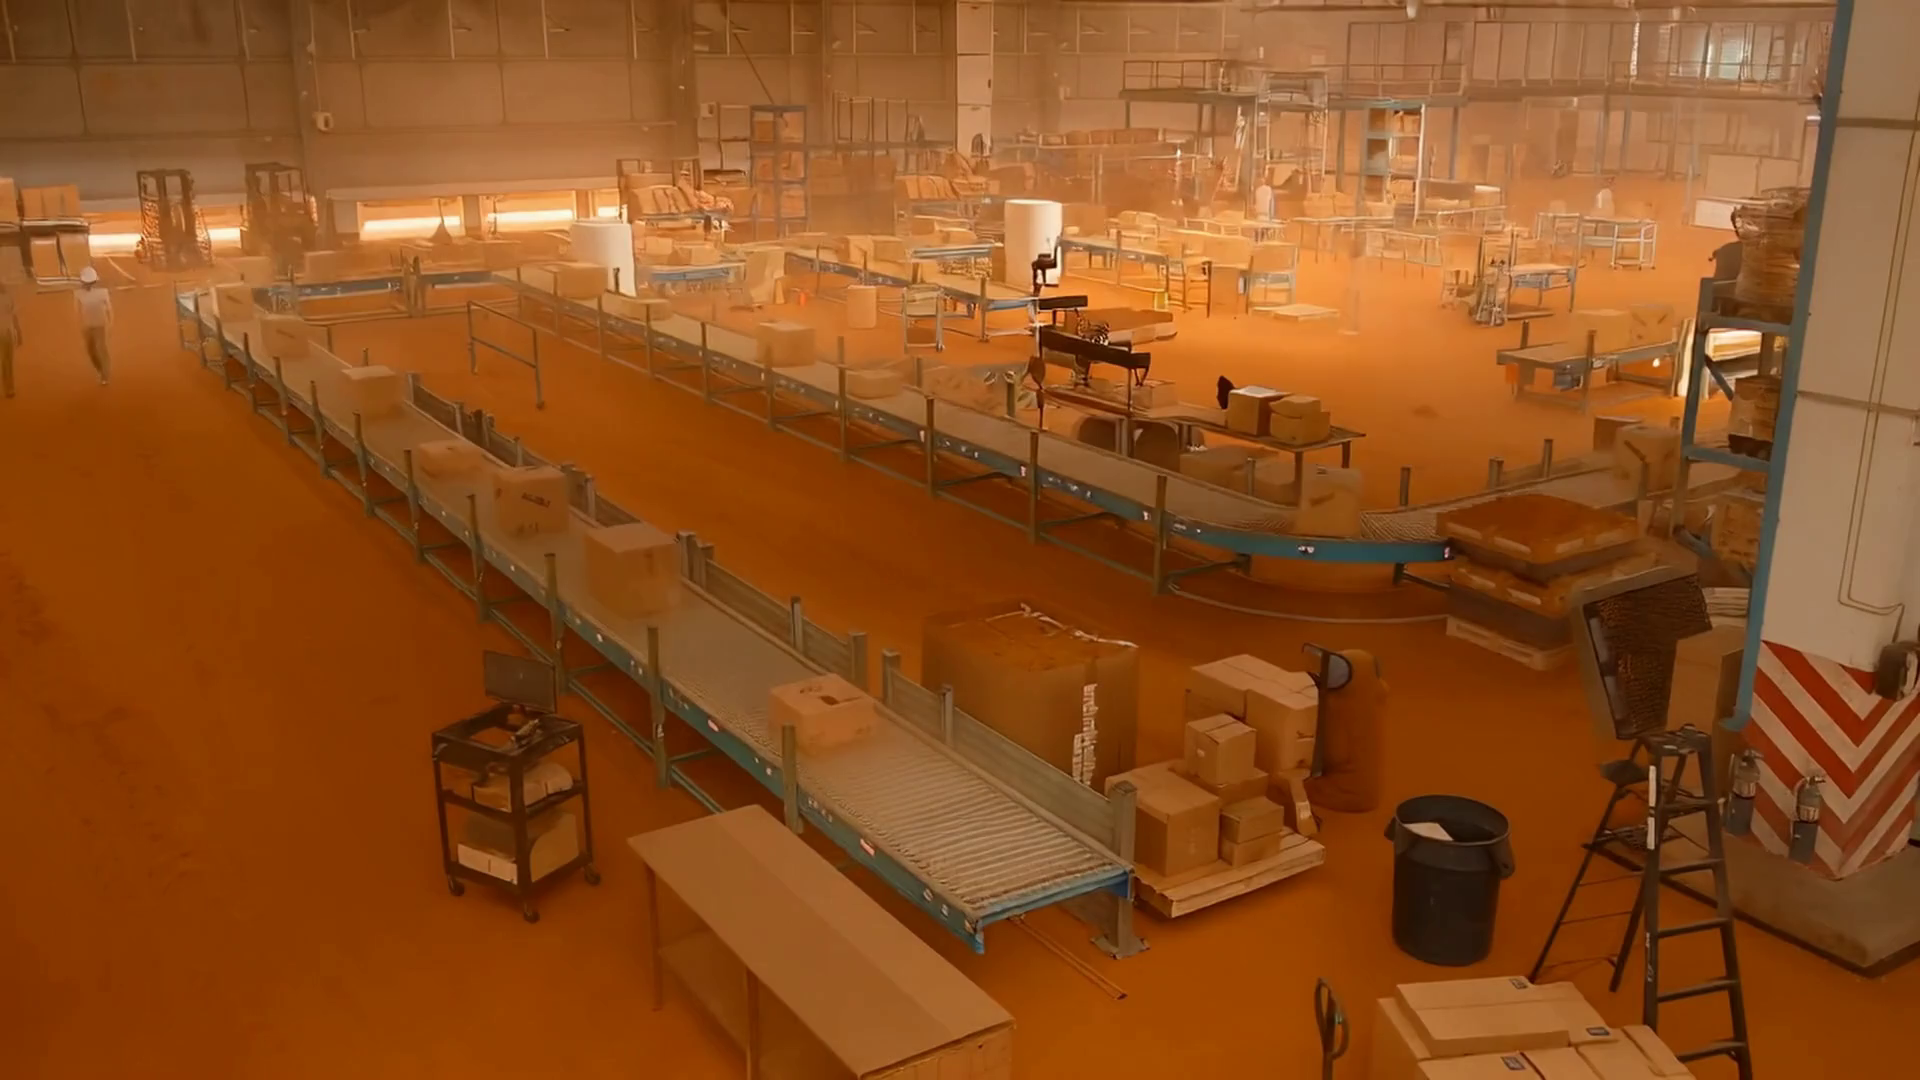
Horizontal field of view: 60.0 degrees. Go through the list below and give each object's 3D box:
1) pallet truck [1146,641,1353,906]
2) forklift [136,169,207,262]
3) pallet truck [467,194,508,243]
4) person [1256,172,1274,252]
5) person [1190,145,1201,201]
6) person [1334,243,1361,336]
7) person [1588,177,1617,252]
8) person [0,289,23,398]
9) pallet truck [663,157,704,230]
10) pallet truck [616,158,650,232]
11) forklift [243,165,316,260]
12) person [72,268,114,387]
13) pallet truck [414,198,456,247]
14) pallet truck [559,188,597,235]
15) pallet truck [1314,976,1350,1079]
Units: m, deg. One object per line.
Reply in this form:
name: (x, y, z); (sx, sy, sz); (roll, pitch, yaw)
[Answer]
pallet truck: (1.664, 1.407, 10.232); (1.630, 1.274, 0.653); (-10, 20, -31)
forklift: (-17.842, -7.318, 37.559); (1.157, 1.987, 2.680); (-10, 20, -31)
pallet truck: (-11.983, -8.177, 42.137); (0.704, 1.261, 1.522); (-11, 20, -33)
person: (7.337, -7.844, 39.916); (0.352, 1.942, 0.545); (-10, 19, -30)
person: (7.517, -11.711, 53.123); (0.294, 1.744, 0.486); (4, 17, 14)
person: (6.697, -4.317, 28.720); (0.521, 1.612, 0.529); (-1, 17, -5)
person: (15.744, -7.907, 40.388); (0.916, 1.780, 0.616); (15, 22, 40)
person: (-13.772, -2.945, 23.812); (0.572, 1.823, 0.518); (-7, 18, -21)
pallet truck: (-7.586, -9.308, 44.692); (0.823, 1.965, 1.885); (-11, 20, -33)
pallet truck: (-8.918, -9.176, 44.255); (0.823, 1.965, 1.885); (-9, 19, -27)
forklift: (-15.898, -7.669, 38.708); (1.157, 1.987, 2.680); (-11, 20, -33)
person: (-12.847, -3.180, 24.711); (0.535, 1.747, 0.645); (-5, 18, -18)
pallet truck: (-13.250, -8.060, 41.856); (0.680, 1.201, 1.601); (-10, 20, -31)
pallet truck: (-10.010, -8.652, 43.699); (0.653, 1.274, 1.630); (-10, 20, -31)
pallet truck: (2.299, 2.390, 7.086); (1.601, 1.201, 0.680); (-2, 17, -7)
